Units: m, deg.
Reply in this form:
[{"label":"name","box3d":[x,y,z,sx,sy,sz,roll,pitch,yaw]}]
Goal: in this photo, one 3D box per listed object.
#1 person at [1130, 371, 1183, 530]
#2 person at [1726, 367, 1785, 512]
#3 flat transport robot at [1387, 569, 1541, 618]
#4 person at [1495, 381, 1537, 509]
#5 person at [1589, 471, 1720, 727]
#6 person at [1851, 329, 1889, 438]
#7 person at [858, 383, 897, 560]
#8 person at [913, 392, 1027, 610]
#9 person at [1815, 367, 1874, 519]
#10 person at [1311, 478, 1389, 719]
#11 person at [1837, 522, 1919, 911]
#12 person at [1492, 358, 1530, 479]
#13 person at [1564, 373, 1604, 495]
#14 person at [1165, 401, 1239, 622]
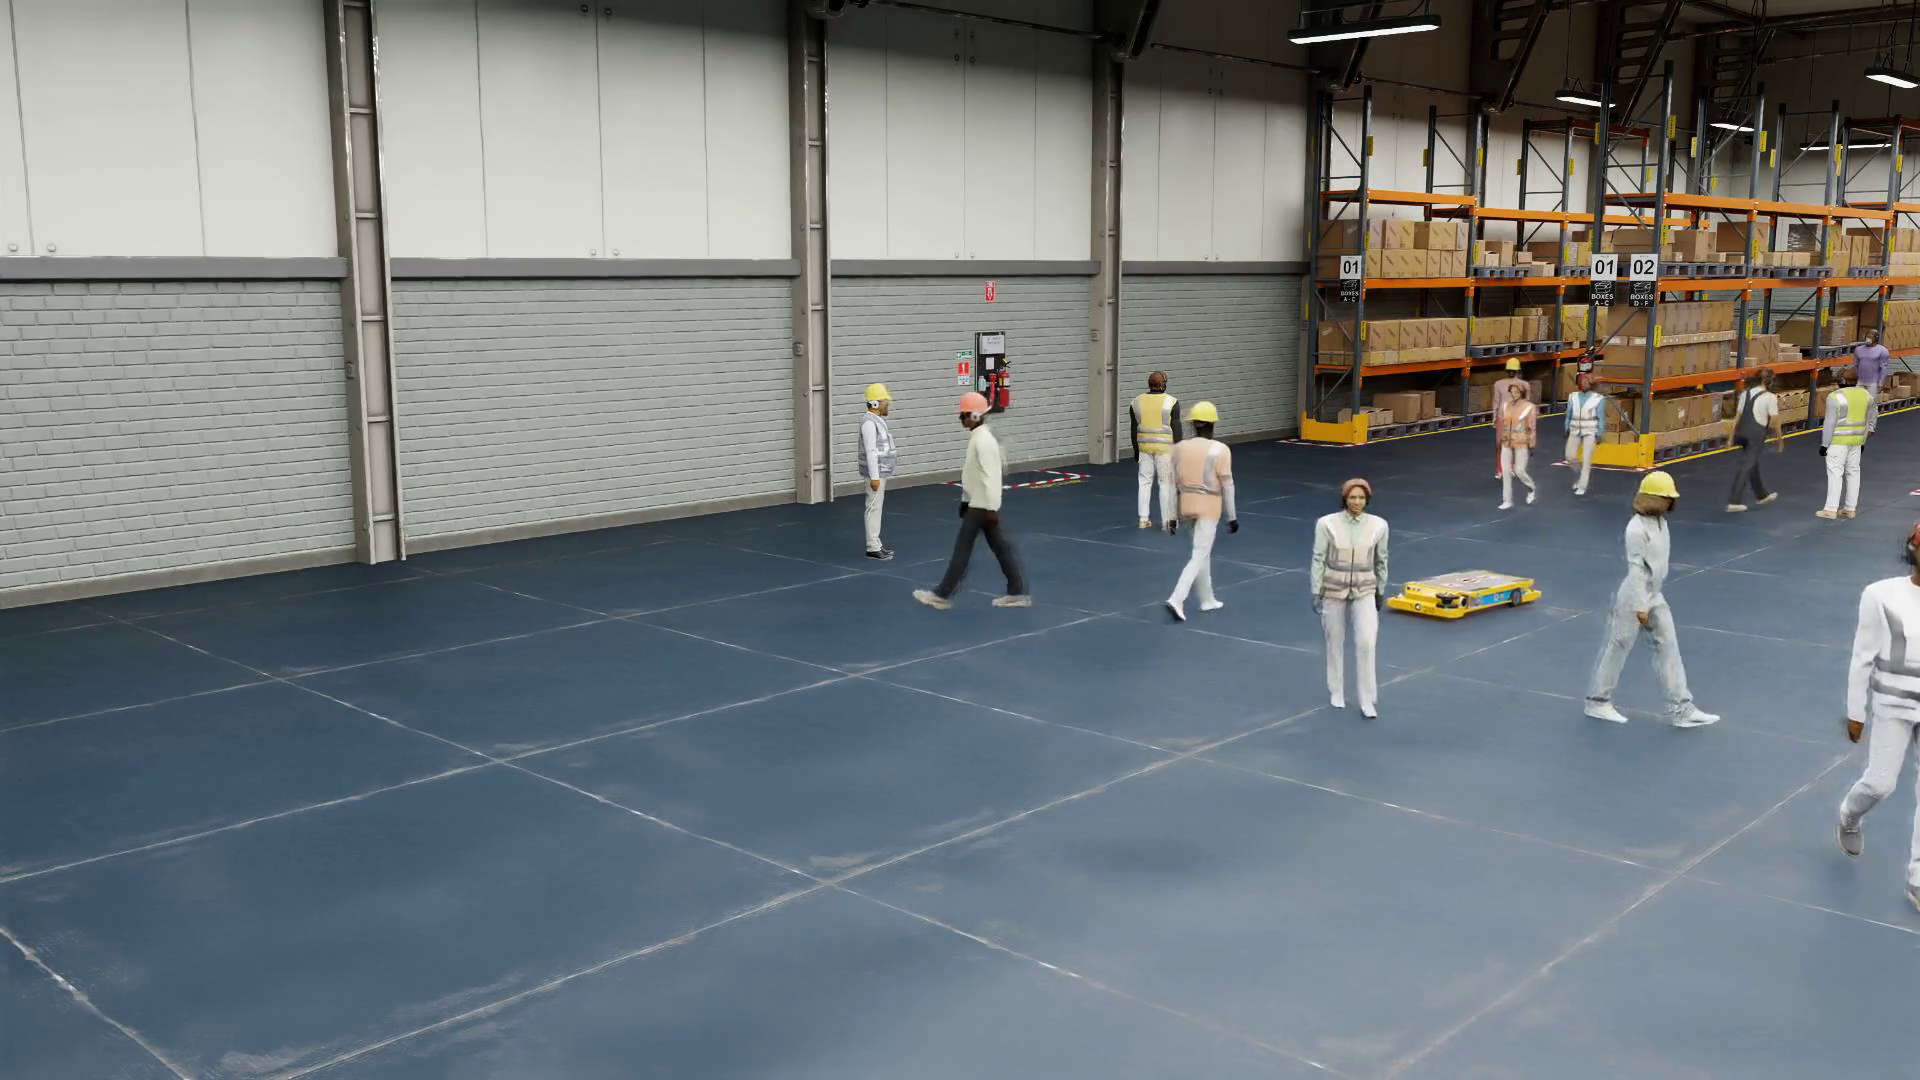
[{"label":"person","box3d":[2.284,-1.034,19.263,0.627,1.844,0.429,5,11,28]},{"label":"person","box3d":[9.965,-1.254,20.762,0.968,1.786,0.554,-3,10,-19]},{"label":"flat transport robot","box3d":[4.526,0.466,14.891,1.431,0.197,0.652,-8,12,-39]},{"label":"person","box3d":[7.001,-1.192,20.883,0.443,1.623,0.516,-7,12,-38]},{"label":"person","box3d":[4.572,0.405,10.916,0.510,1.700,0.863,-8,12,-41]},{"label":"person","box3d":[16.224,-2.800,29.732,0.372,1.940,0.632,-6,11,-33]},{"label":"person","box3d":[-0.858,-0.713,17.321,0.404,1.837,0.588,0,9,2]},{"label":"person","box3d":[0.126,-0.340,14.745,1.037,1.933,0.645,0,9,0]},{"label":"person","box3d":[10.674,-1.174,20.114,0.624,1.845,0.429,-2,10,-14]},{"label":"person","box3d":[2.632,0.397,11.227,0.527,1.609,0.747,1,9,7]},{"label":"person","box3d":[4.577,0.801,8.039,0.583,1.864,0.782,1,9,7]},{"label":"person","box3d":[7.960,-1.766,24.015,0.542,1.742,0.692,5,11,29]},{"label":"person","box3d":[8.320,-1.414,22.204,0.364,1.627,0.534,-9,13,-44]},{"label":"person","box3d":[2.045,-0.257,14.396,0.914,1.894,0.590,-9,13,-44]}]
